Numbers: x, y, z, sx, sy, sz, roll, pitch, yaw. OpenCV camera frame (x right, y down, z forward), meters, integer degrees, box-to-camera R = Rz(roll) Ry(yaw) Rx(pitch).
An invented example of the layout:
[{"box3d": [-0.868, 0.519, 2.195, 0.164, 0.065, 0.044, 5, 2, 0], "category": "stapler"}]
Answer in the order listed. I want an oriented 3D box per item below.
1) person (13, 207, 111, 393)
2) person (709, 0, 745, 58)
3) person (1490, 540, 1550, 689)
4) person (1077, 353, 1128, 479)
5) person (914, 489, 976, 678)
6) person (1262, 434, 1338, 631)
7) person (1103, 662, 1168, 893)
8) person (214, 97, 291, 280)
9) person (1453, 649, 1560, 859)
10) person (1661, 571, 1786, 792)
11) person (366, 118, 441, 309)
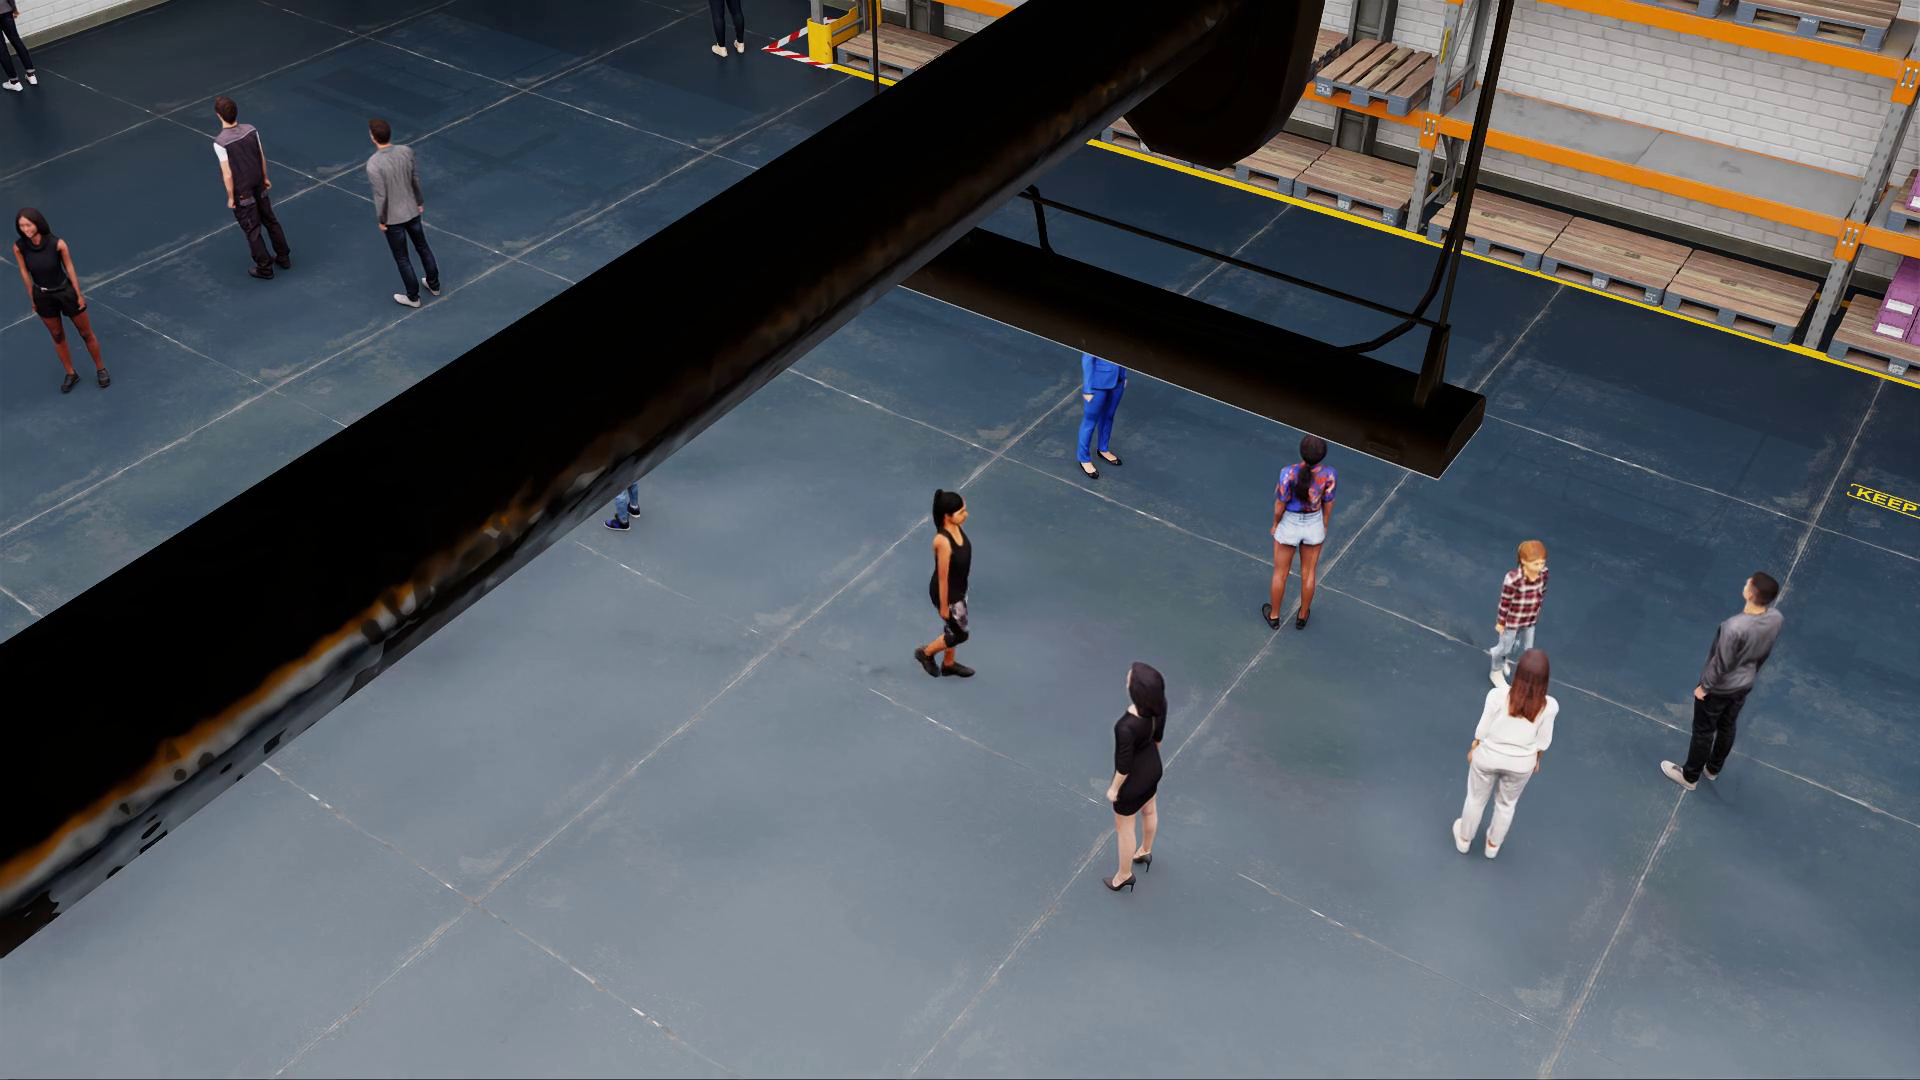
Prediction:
[{"box3d": [-7.978, -2.134, 14.711, 0.675, 1.740, 0.722, -8, 39, -10], "category": "person"}, {"box3d": [-2.934, -6.936, 20.668, 0.733, 1.810, 0.741, -20, 43, -23], "category": "person"}, {"box3d": [3.915, 0.486, 11.784, 0.654, 1.298, 0.706, -13, 40, -15], "category": "person"}, {"box3d": [1.178, -1.315, 13.717, 0.677, 1.701, 0.628, -29, 47, -31], "category": "person"}, {"box3d": [-0.141, 0.335, 11.686, 0.777, 1.656, 0.723, 8, 39, 10], "category": "person"}, {"box3d": [2.479, -0.069, 12.123, 0.628, 1.743, 0.730, 1, 39, 2], "category": "person"}, {"box3d": [1.081, 1.456, 10.162, 0.520, 1.807, 0.614, 29, 47, 32], "category": "person"}, {"box3d": [-6.964, -3.449, 16.271, 0.586, 1.848, 0.676, 20, 43, 23], "category": "person"}, {"box3d": [3.408, 1.351, 10.389, 0.629, 1.688, 0.747, 6, 39, 8], "category": "person"}, {"box3d": [5.019, 0.923, 10.866, 0.700, 1.760, 0.718, -14, 41, -17], "category": "person"}, {"box3d": [-5.333, -3.120, 15.840, 0.557, 1.871, 0.674, 23, 44, 26], "category": "person"}]
